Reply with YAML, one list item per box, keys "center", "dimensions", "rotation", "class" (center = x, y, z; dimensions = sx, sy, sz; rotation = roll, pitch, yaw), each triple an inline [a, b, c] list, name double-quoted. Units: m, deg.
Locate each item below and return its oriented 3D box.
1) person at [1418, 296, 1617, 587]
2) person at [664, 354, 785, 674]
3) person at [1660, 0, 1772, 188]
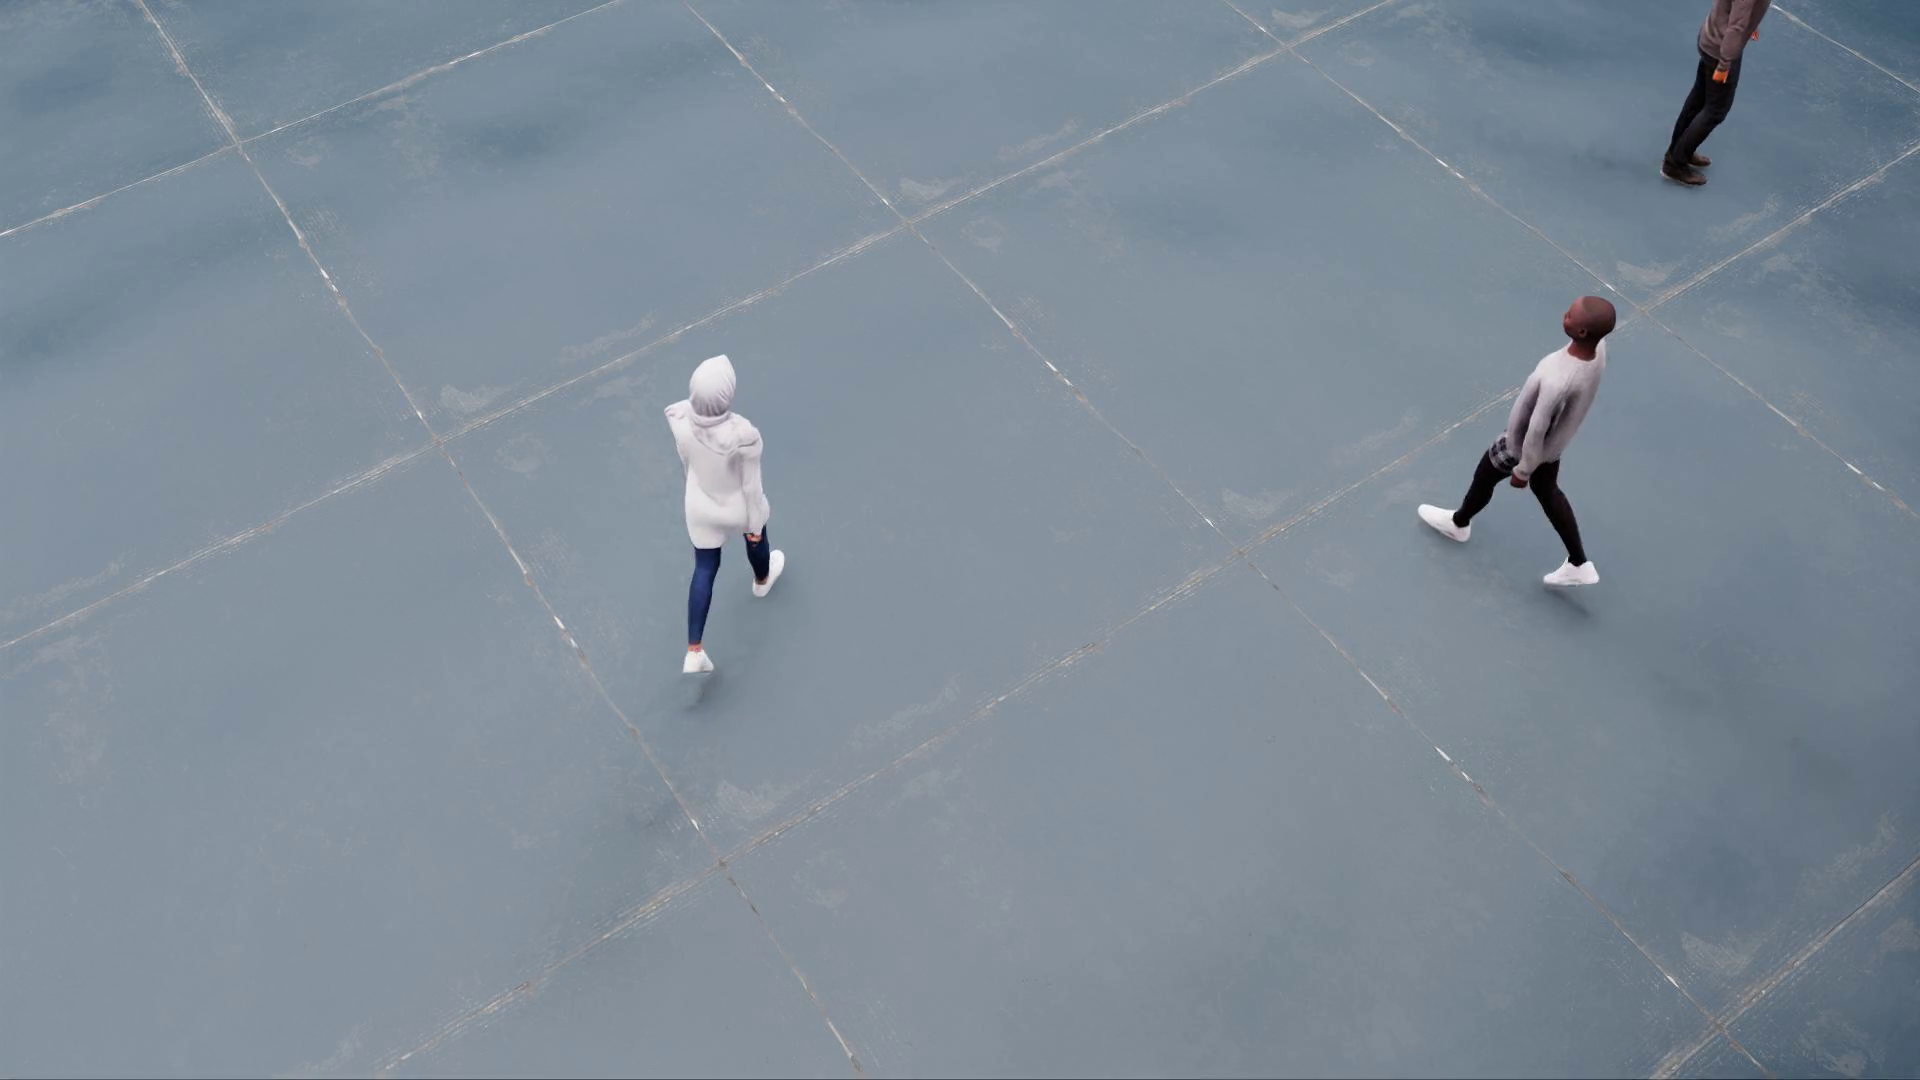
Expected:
- center: [2.735, -0.410, 7.629]
  dimensions: [1.219, 1.741, 0.831]
  rotation: [35, 60, 24]
  class: "person"
- center: [-1.091, -0.088, 7.380]
  dimensions: [1.134, 1.740, 1.120]
  rotation: [14, 54, 10]
  class: "person"
- center: [4.323, -2.865, 9.515]
  dimensions: [0.805, 1.764, 0.771]
  rotation: [23, 56, 17]
  class: "person"
